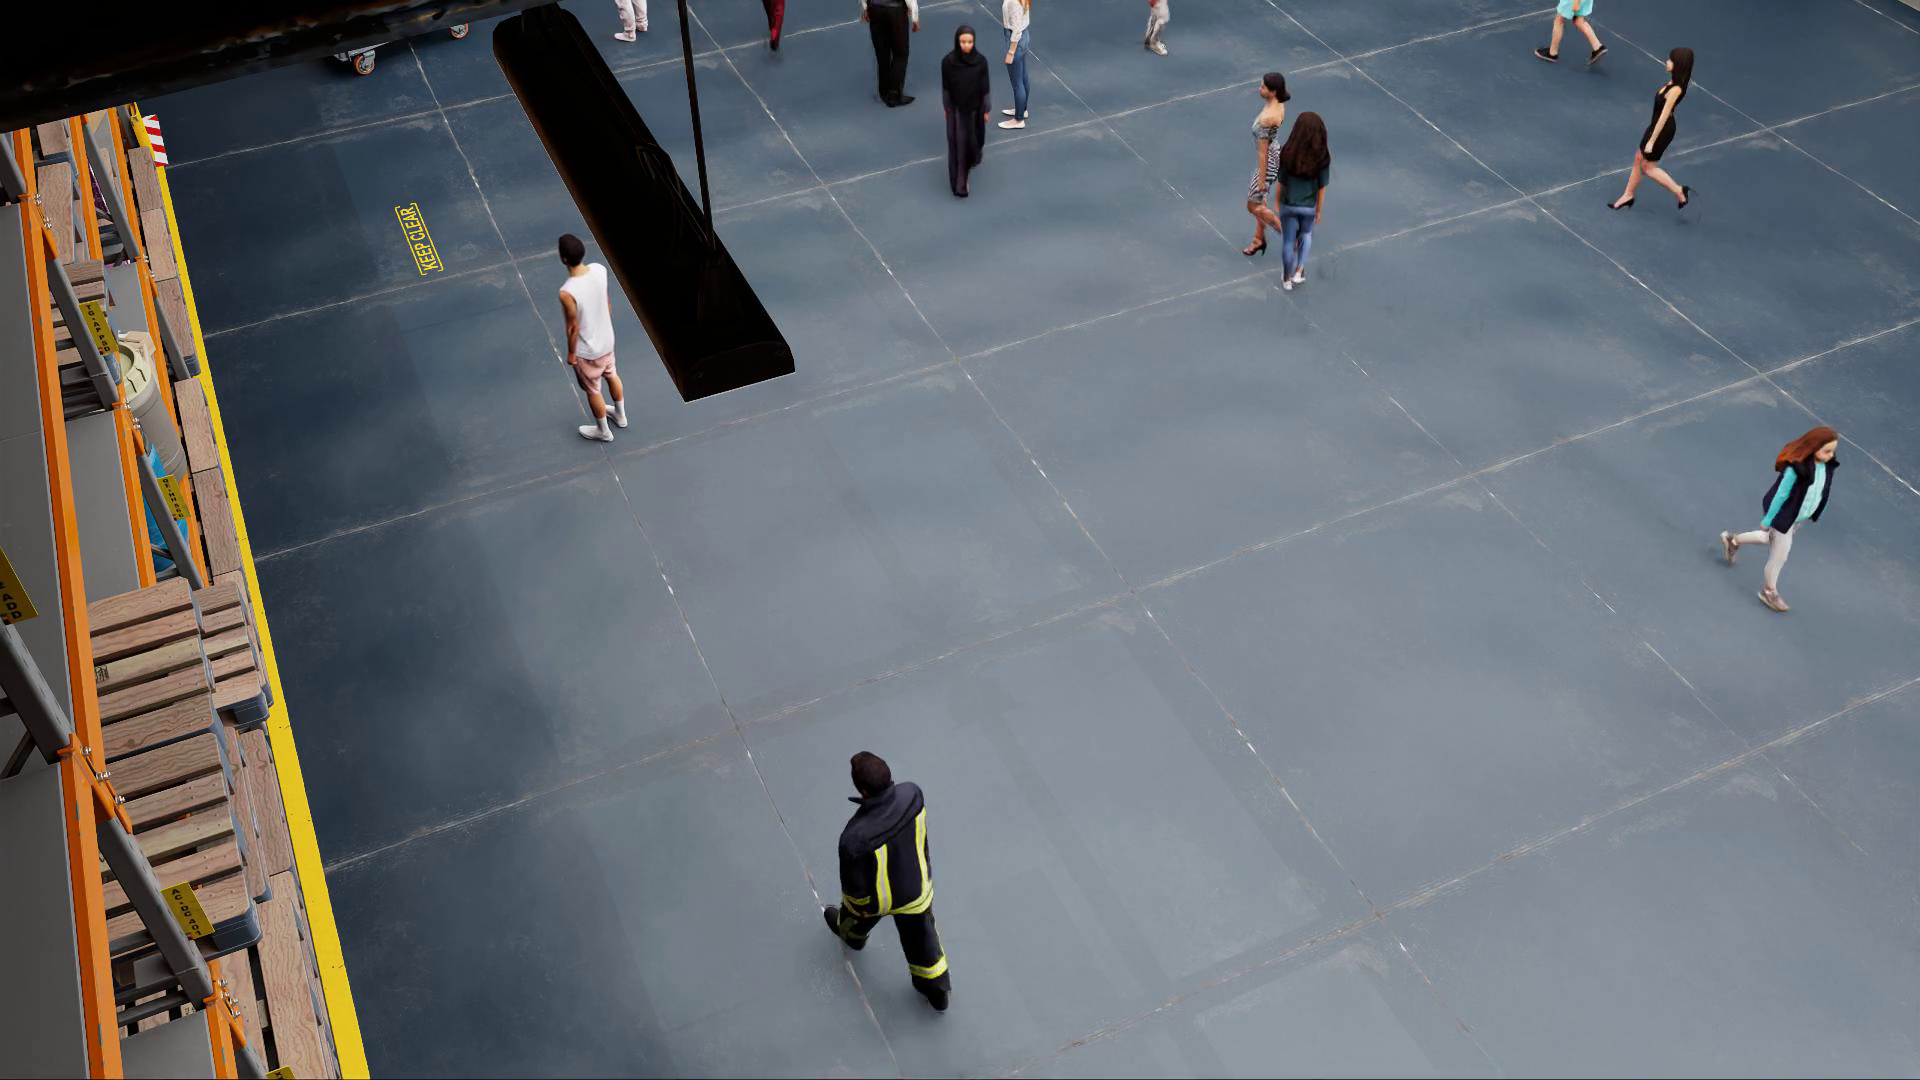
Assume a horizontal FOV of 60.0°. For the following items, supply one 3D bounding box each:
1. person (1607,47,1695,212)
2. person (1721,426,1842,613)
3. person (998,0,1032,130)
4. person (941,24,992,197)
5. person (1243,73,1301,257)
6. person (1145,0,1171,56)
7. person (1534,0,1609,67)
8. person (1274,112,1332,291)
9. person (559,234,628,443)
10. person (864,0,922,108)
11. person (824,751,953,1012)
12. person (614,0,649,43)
[{"bbox_3d":[6.354,-3.610,14.926,0.964,1.630,0.926,12,45,13],"label":"person"},{"bbox_3d":[5.674,-0.226,11.484,0.596,1.479,0.929,-21,47,-20],"label":"person"},{"bbox_3d":[0.563,-4.831,16.140,0.712,1.725,0.626,9,44,9],"label":"person"},{"bbox_3d":[0.058,-4.046,15.406,0.886,1.599,1.115,-1,44,-1],"label":"person"},{"bbox_3d":[2.741,-3.168,14.336,0.945,1.805,0.871,17,46,17],"label":"person"},{"bbox_3d":[2.034,-5.765,17.428,0.640,1.299,0.584,17,46,17],"label":"person"},{"bbox_3d":[6.426,-5.592,17.071,1.025,1.542,0.789,30,51,28],"label":"person"},{"bbox_3d":[2.868,-2.807,14.103,0.702,1.603,0.733,3,44,3],"label":"person"},{"bbox_3d":[-2.801,-1.521,12.620,0.756,1.787,0.736,22,48,21],"label":"person"},{"bbox_3d":[-0.716,-5.201,16.404,0.863,1.896,0.922,4,44,4],"label":"person"},{"bbox_3d":[-0.322,1.860,9.001,0.999,1.883,1.290,-32,52,-29],"label":"person"},{"bbox_3d":[-3.552,-6.104,17.502,0.767,1.689,0.725,18,47,18],"label":"person"}]
